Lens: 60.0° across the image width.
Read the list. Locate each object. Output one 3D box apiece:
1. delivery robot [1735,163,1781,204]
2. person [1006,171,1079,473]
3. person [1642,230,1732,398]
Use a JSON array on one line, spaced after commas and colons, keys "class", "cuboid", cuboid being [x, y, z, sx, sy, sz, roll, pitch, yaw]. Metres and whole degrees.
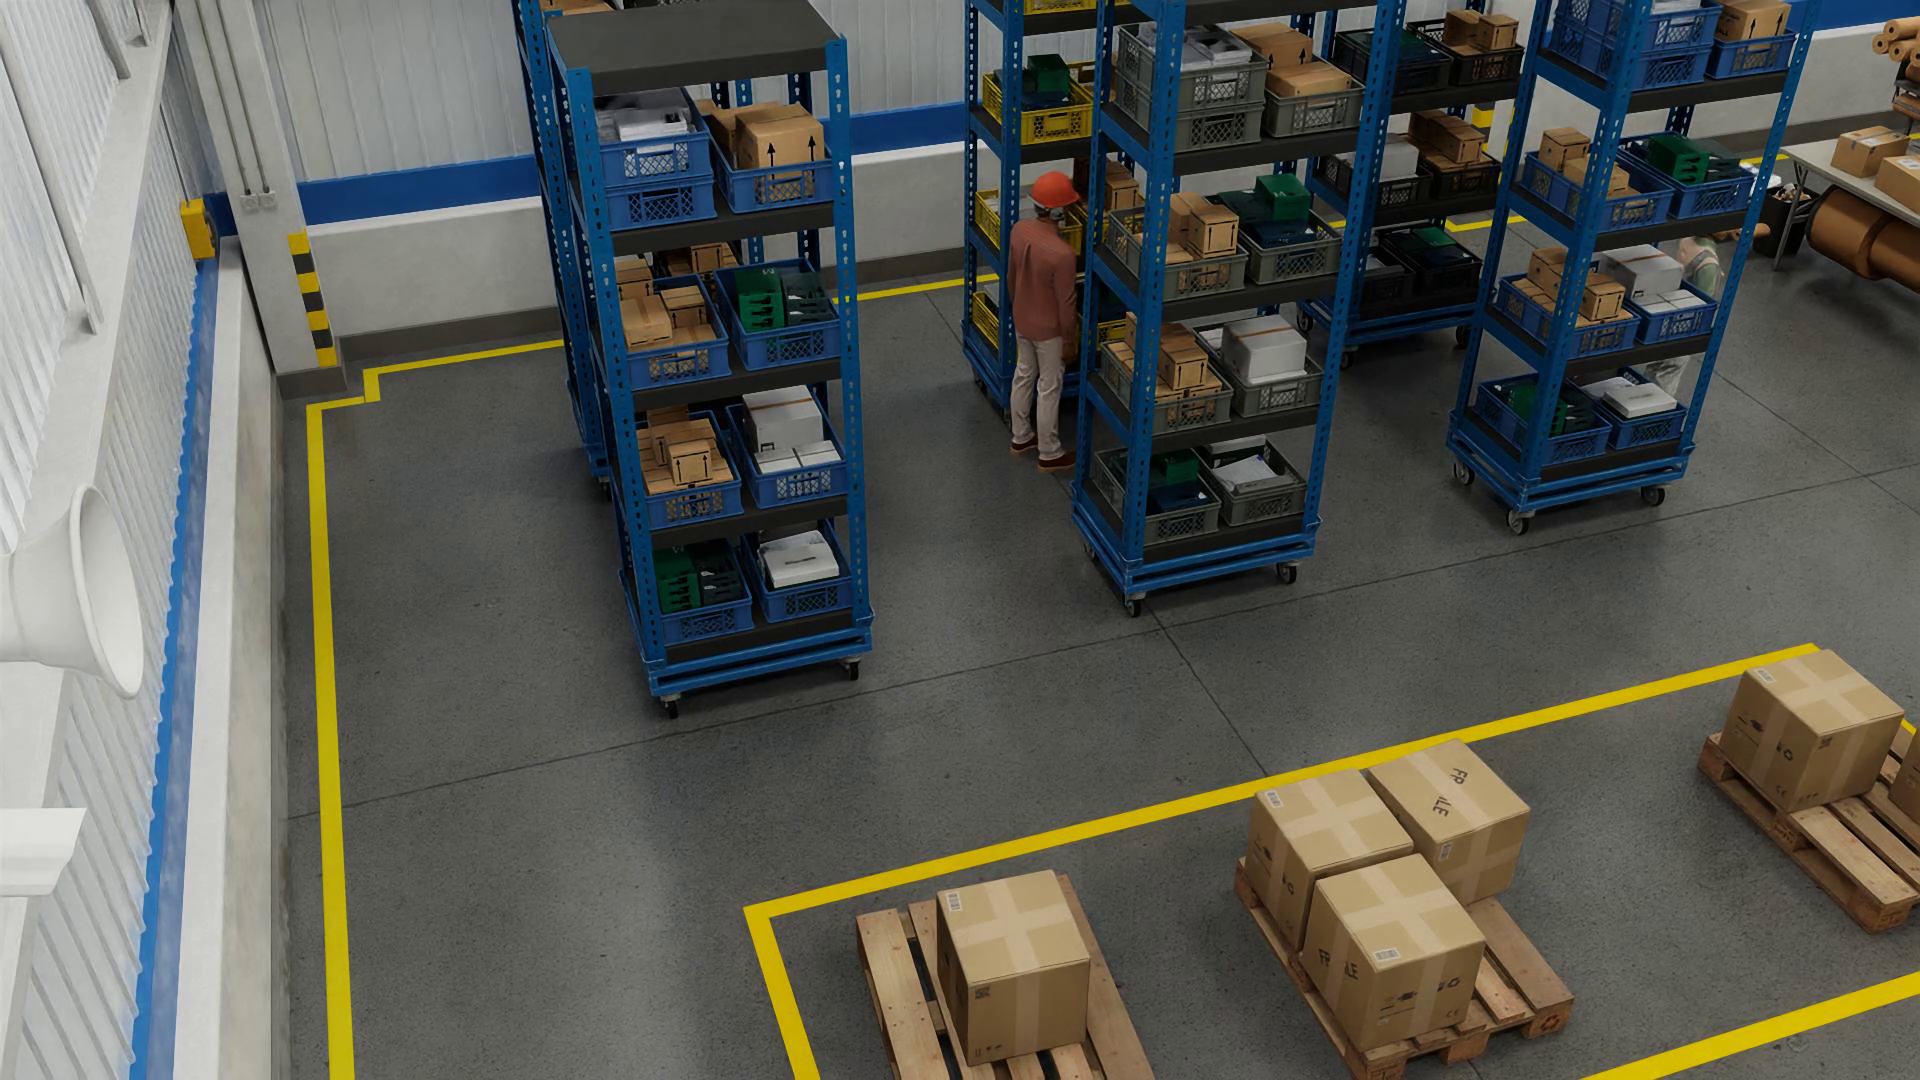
[{"class": "delivery robot", "cuboid": [6.459, -2.885, 13.795, 0.707, 0.478, 0.477, -21, 40, -26]}, {"class": "person", "cuboid": [0.537, -1.373, 10.493, 0.391, 1.995, 0.613, -21, 40, -27]}, {"class": "person", "cuboid": [4.736, -1.437, 10.890, 0.310, 1.636, 0.523, 2, 35, 2]}]
